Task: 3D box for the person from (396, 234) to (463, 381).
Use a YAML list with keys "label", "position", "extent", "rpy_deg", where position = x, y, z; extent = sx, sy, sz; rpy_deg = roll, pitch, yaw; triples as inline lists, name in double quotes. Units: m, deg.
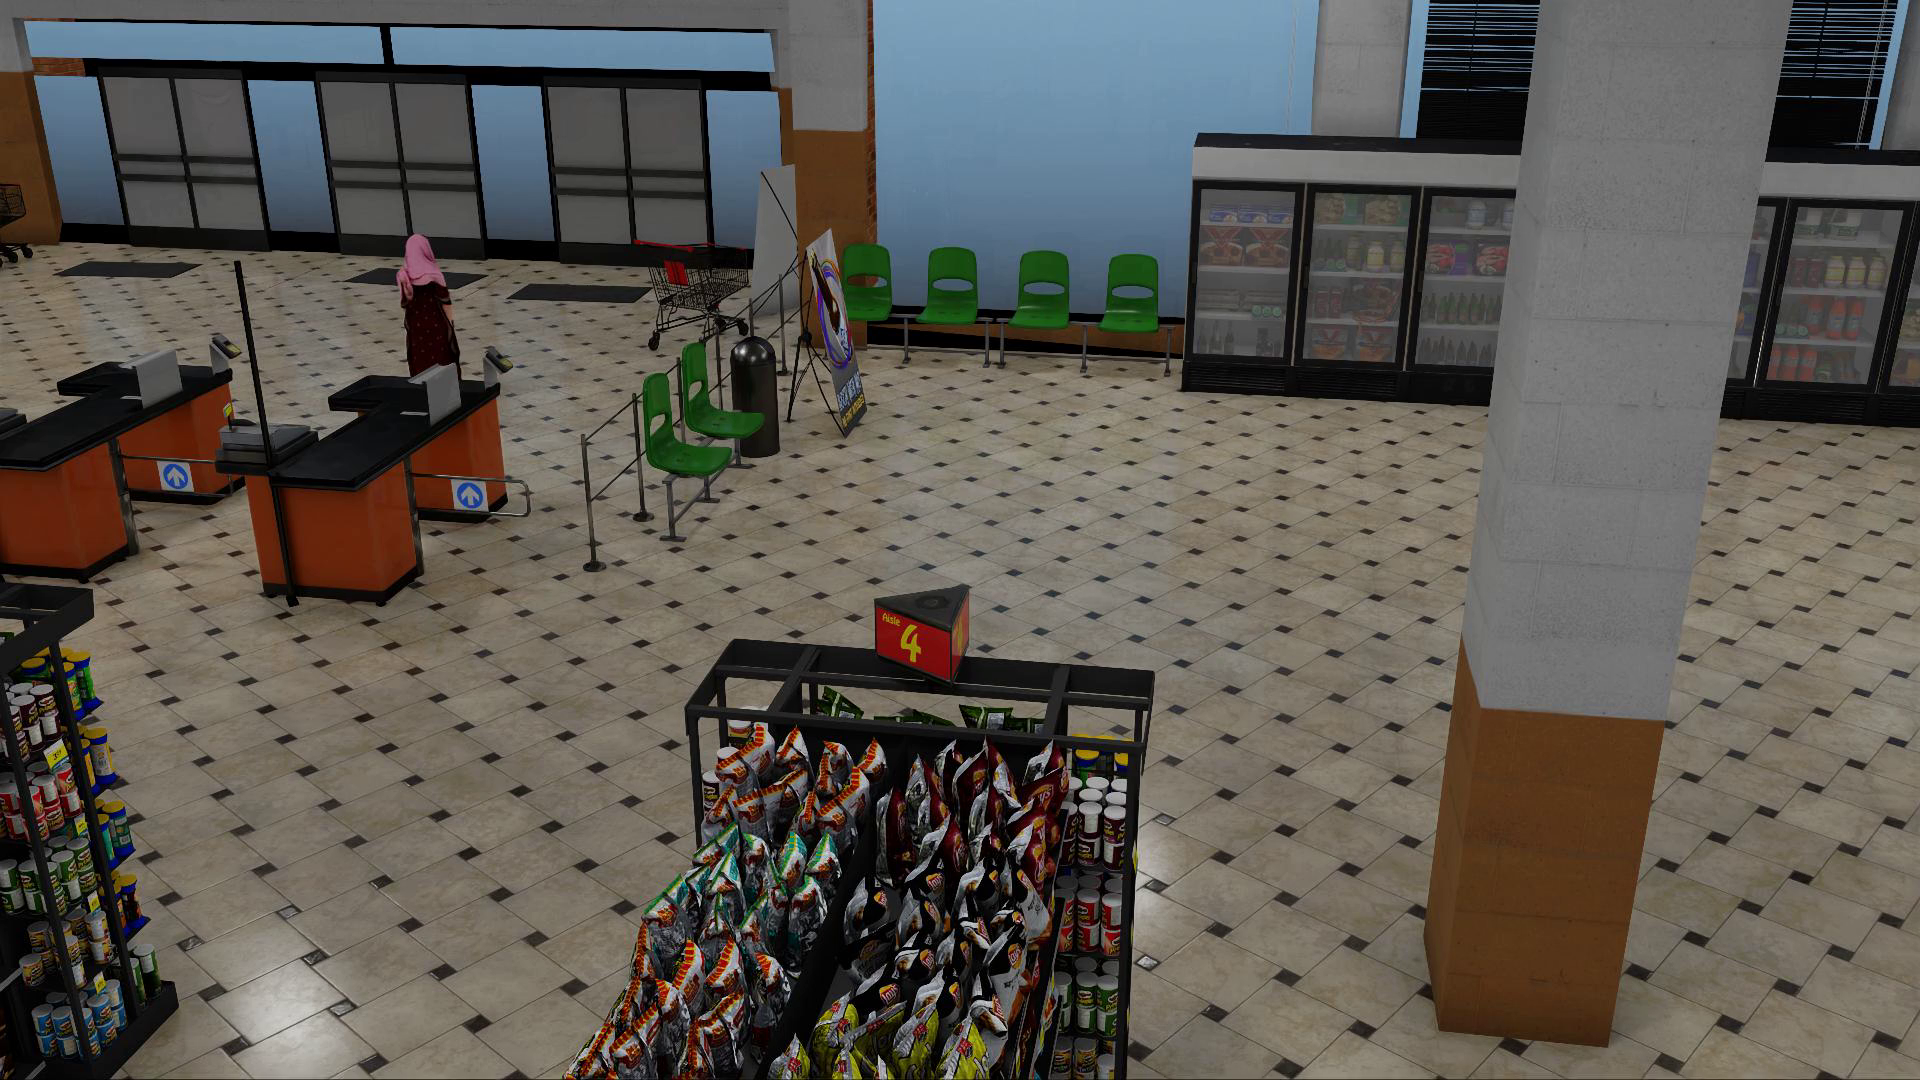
- label: "person"
  position: [-4.792, -1.950, 14.999]
  extent: [0.644, 1.637, 0.575]
  rpy_deg: [4, 22, 9]
